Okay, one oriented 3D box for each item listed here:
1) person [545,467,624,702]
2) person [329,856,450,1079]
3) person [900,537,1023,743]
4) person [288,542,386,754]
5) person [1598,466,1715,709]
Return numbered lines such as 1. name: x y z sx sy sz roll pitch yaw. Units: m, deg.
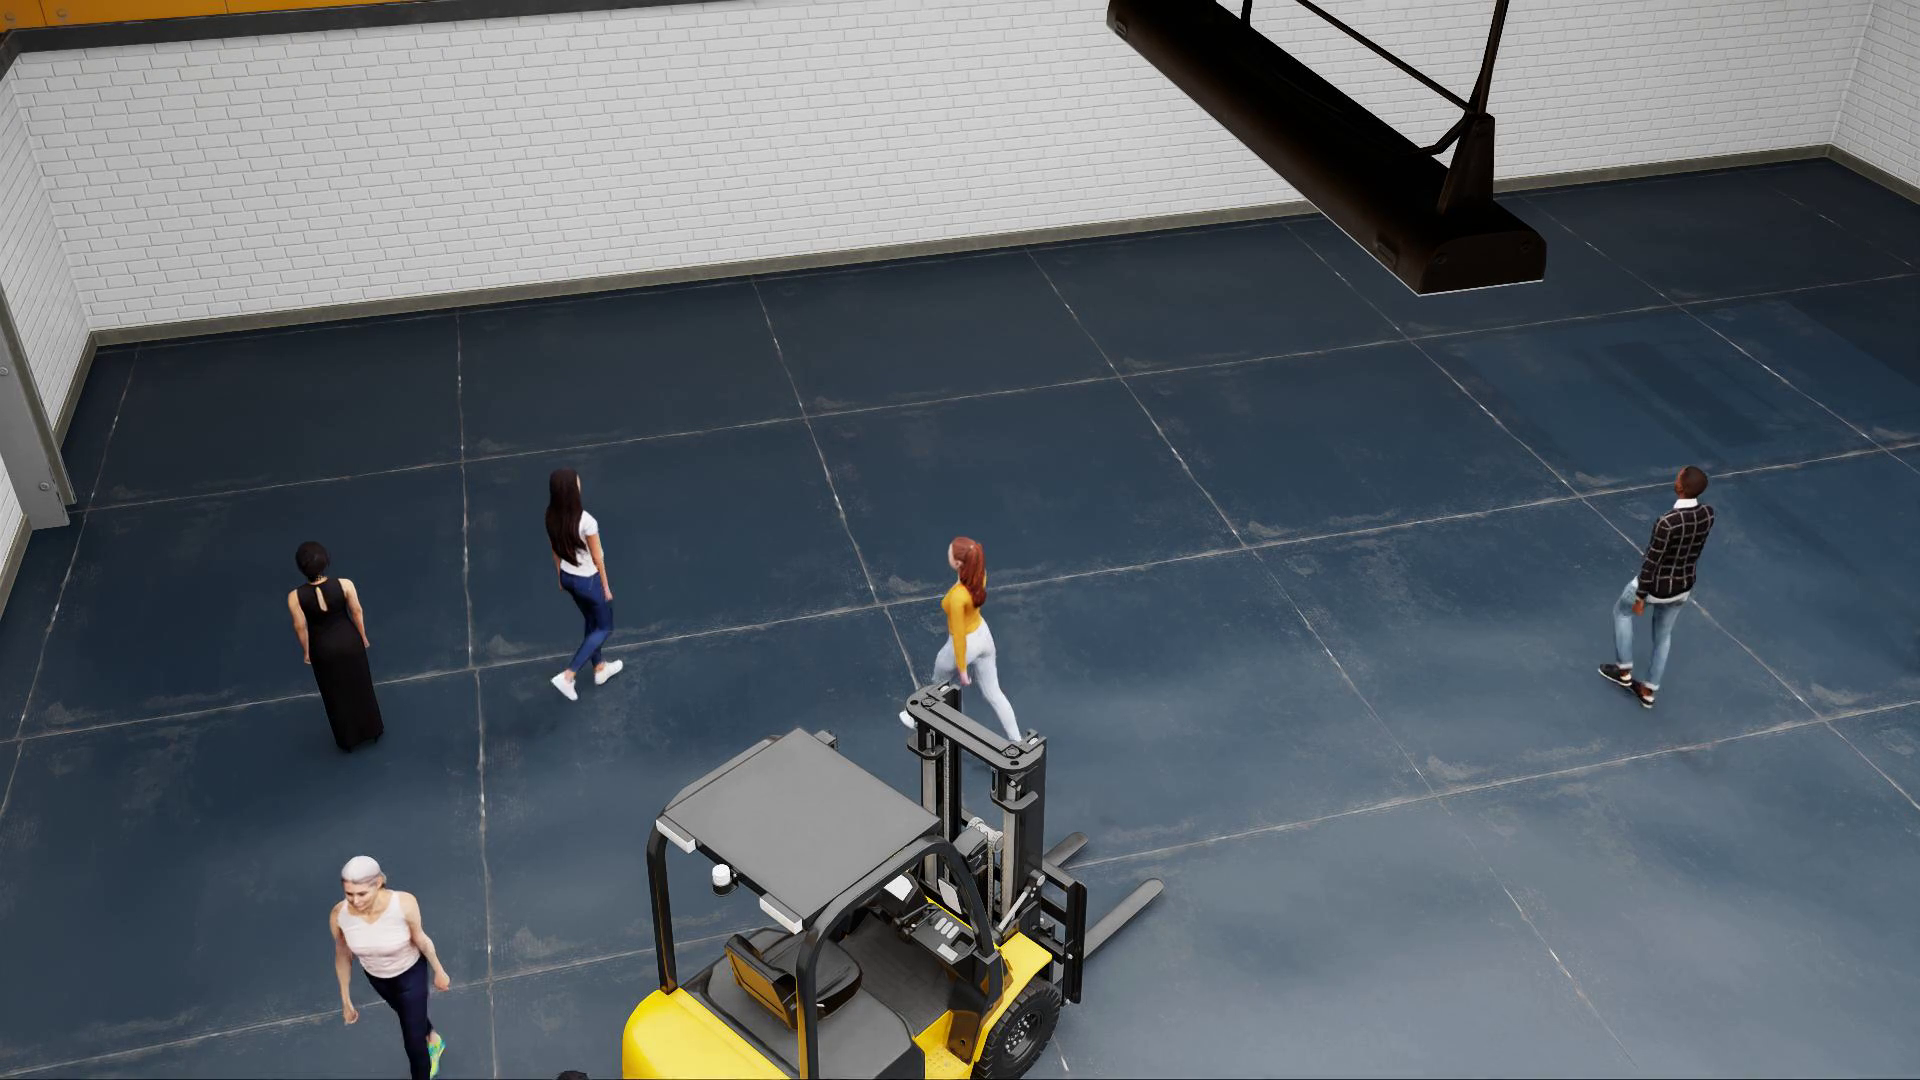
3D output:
1. person: -2.598 0.340 11.229 0.937 1.758 0.972 21 39 28
2. person: -2.871 2.177 8.542 0.794 1.674 1.048 0 34 0
3. person: 0.140 0.741 10.679 1.208 1.701 1.101 19 38 27
4. person: -4.062 0.706 10.819 0.618 1.604 0.577 -16 37 -23
5. person: 4.774 0.366 11.152 0.677 1.802 0.694 -9 35 -13
